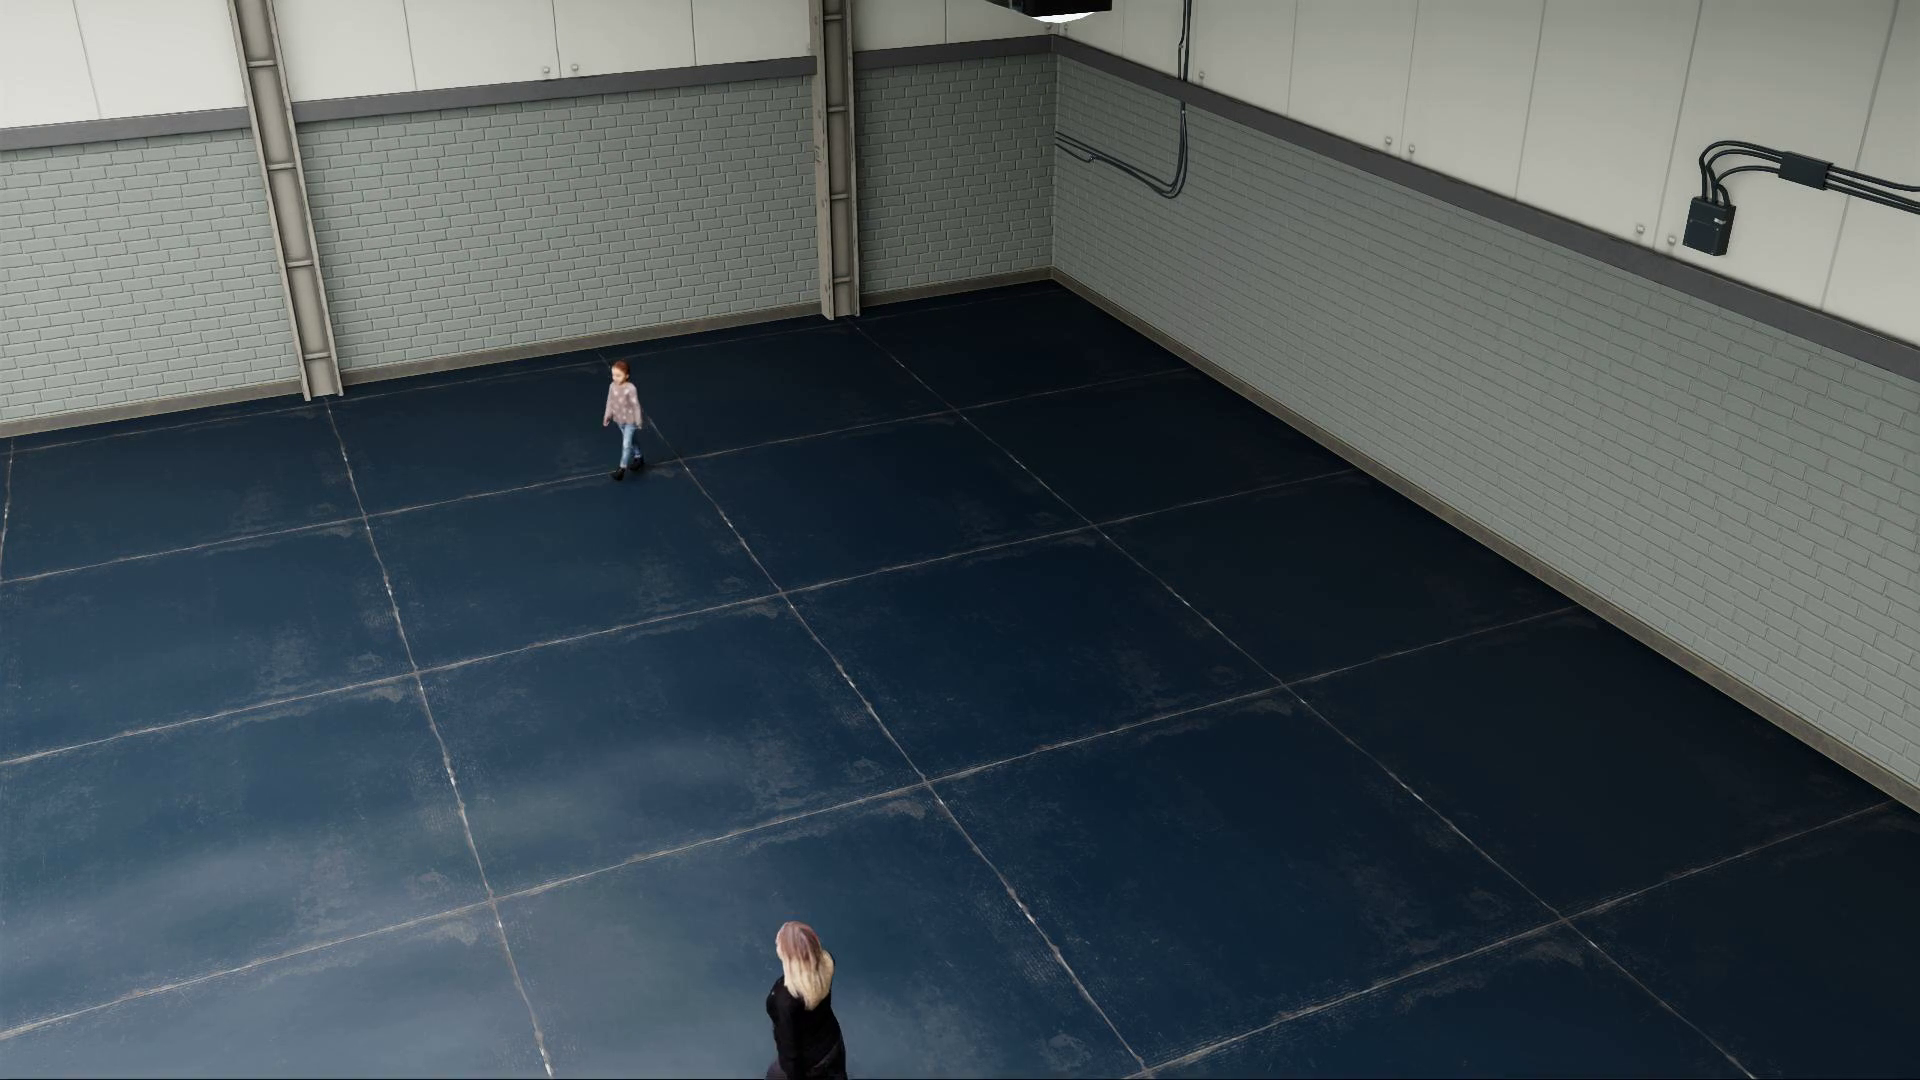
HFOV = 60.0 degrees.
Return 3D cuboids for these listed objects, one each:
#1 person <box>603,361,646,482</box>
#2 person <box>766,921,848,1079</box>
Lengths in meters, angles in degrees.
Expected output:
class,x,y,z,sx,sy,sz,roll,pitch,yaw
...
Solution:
class,x,y,z,sx,sy,sz,roll,pitch,yaw
person,-3.152,-1.170,15.896,0.715,1.168,0.857,17,32,30
person,-0.647,2.576,8.102,1.047,1.642,1.126,17,32,29
